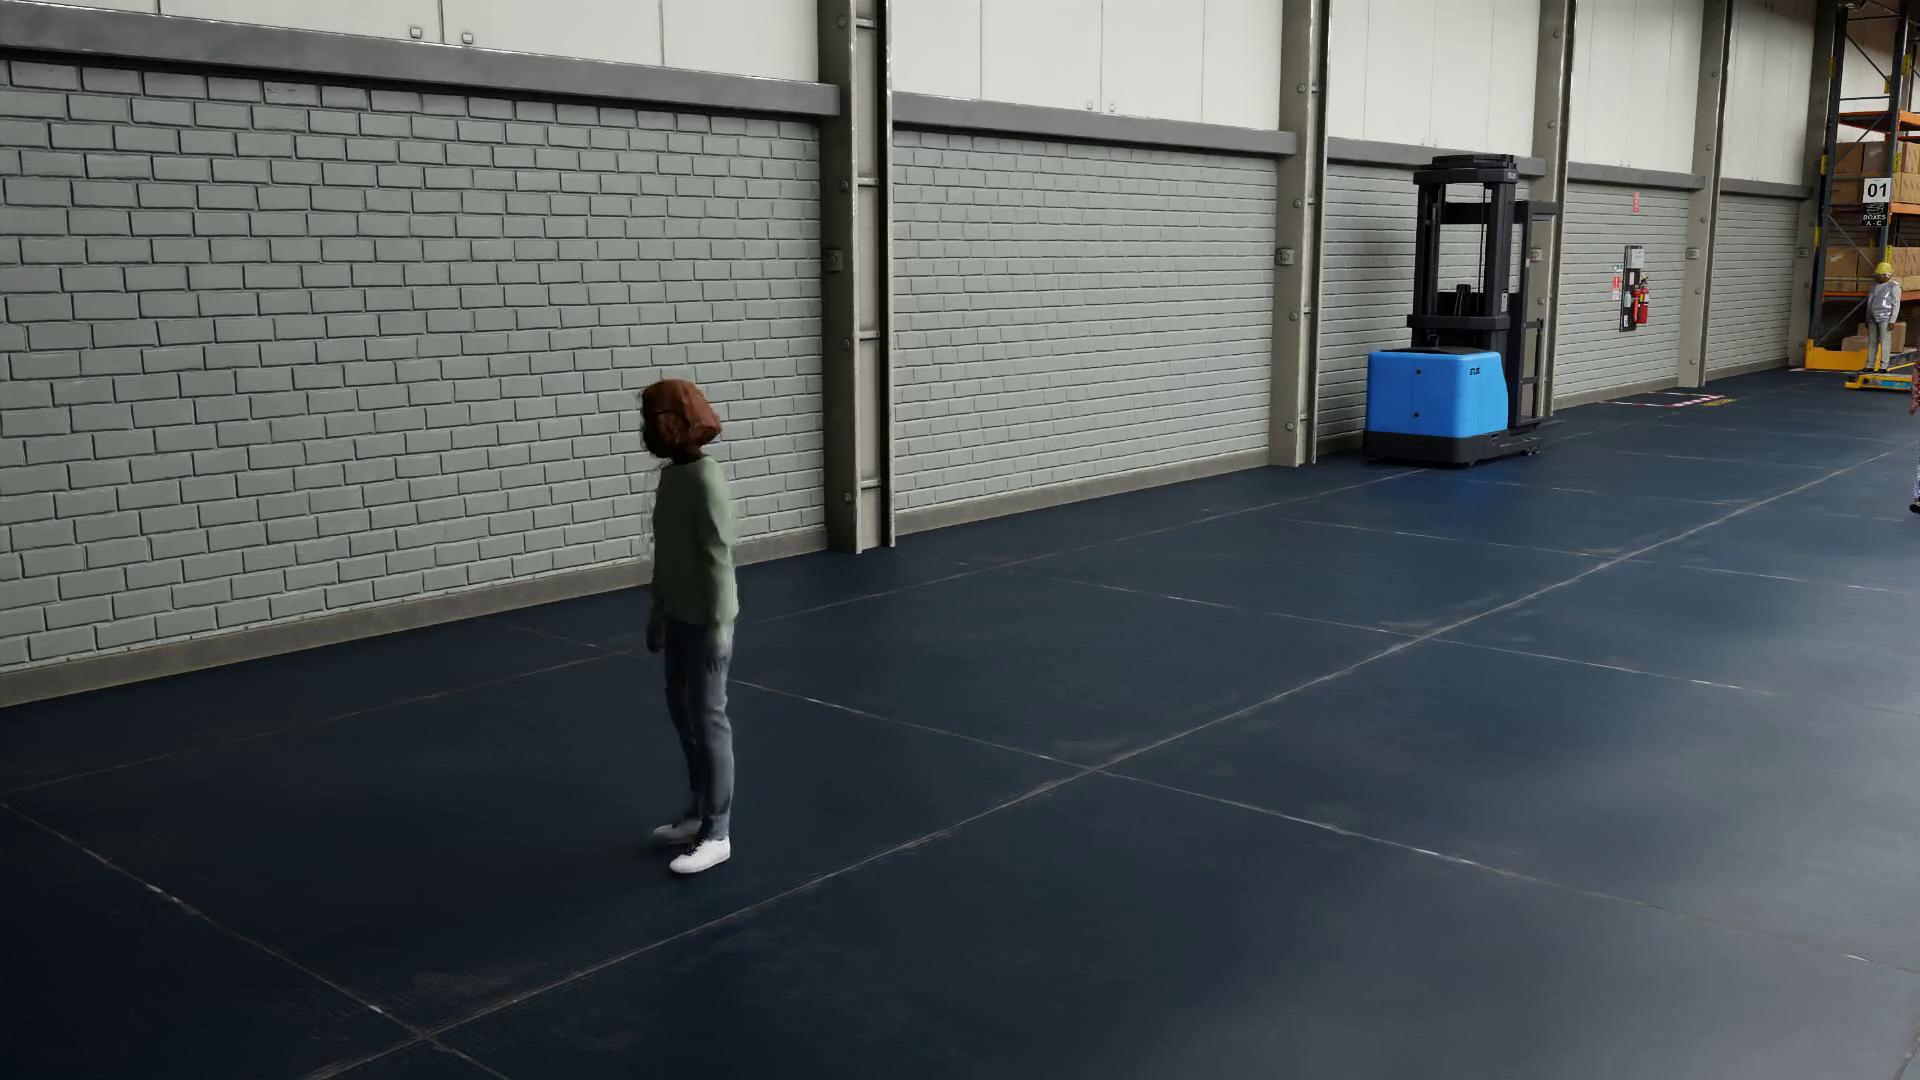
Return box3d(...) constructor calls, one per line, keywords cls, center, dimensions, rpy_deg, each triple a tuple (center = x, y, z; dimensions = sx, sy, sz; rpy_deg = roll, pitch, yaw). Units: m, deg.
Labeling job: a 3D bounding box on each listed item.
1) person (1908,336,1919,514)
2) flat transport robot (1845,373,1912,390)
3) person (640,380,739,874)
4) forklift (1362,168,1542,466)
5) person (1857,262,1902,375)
box3d(cls="person", center=(7.565, -1.039, 12.733), dimensions=(0.552, 1.725, 0.853), rpy_deg=(7, 12, 35))
box3d(cls="flat transport robot", center=(13.699, -2.276, 24.074), dimensions=(0.652, 0.197, 1.431), rpy_deg=(-7, 12, -33))
box3d(cls="person", center=(-0.905, 0.282, 5.566), dimensions=(0.322, 1.618, 0.532), rpy_deg=(-6, 11, -29))
box3d(cls="forklift", center=(4.875, -2.212, 16.287), dimensions=(1.129, 2.768, 1.873), rpy_deg=(8, 13, 40))
box3d(cls="person", center=(14.935, -3.586, 26.999), dimensions=(0.404, 1.822, 0.587), rpy_deg=(-3, 10, -14))
